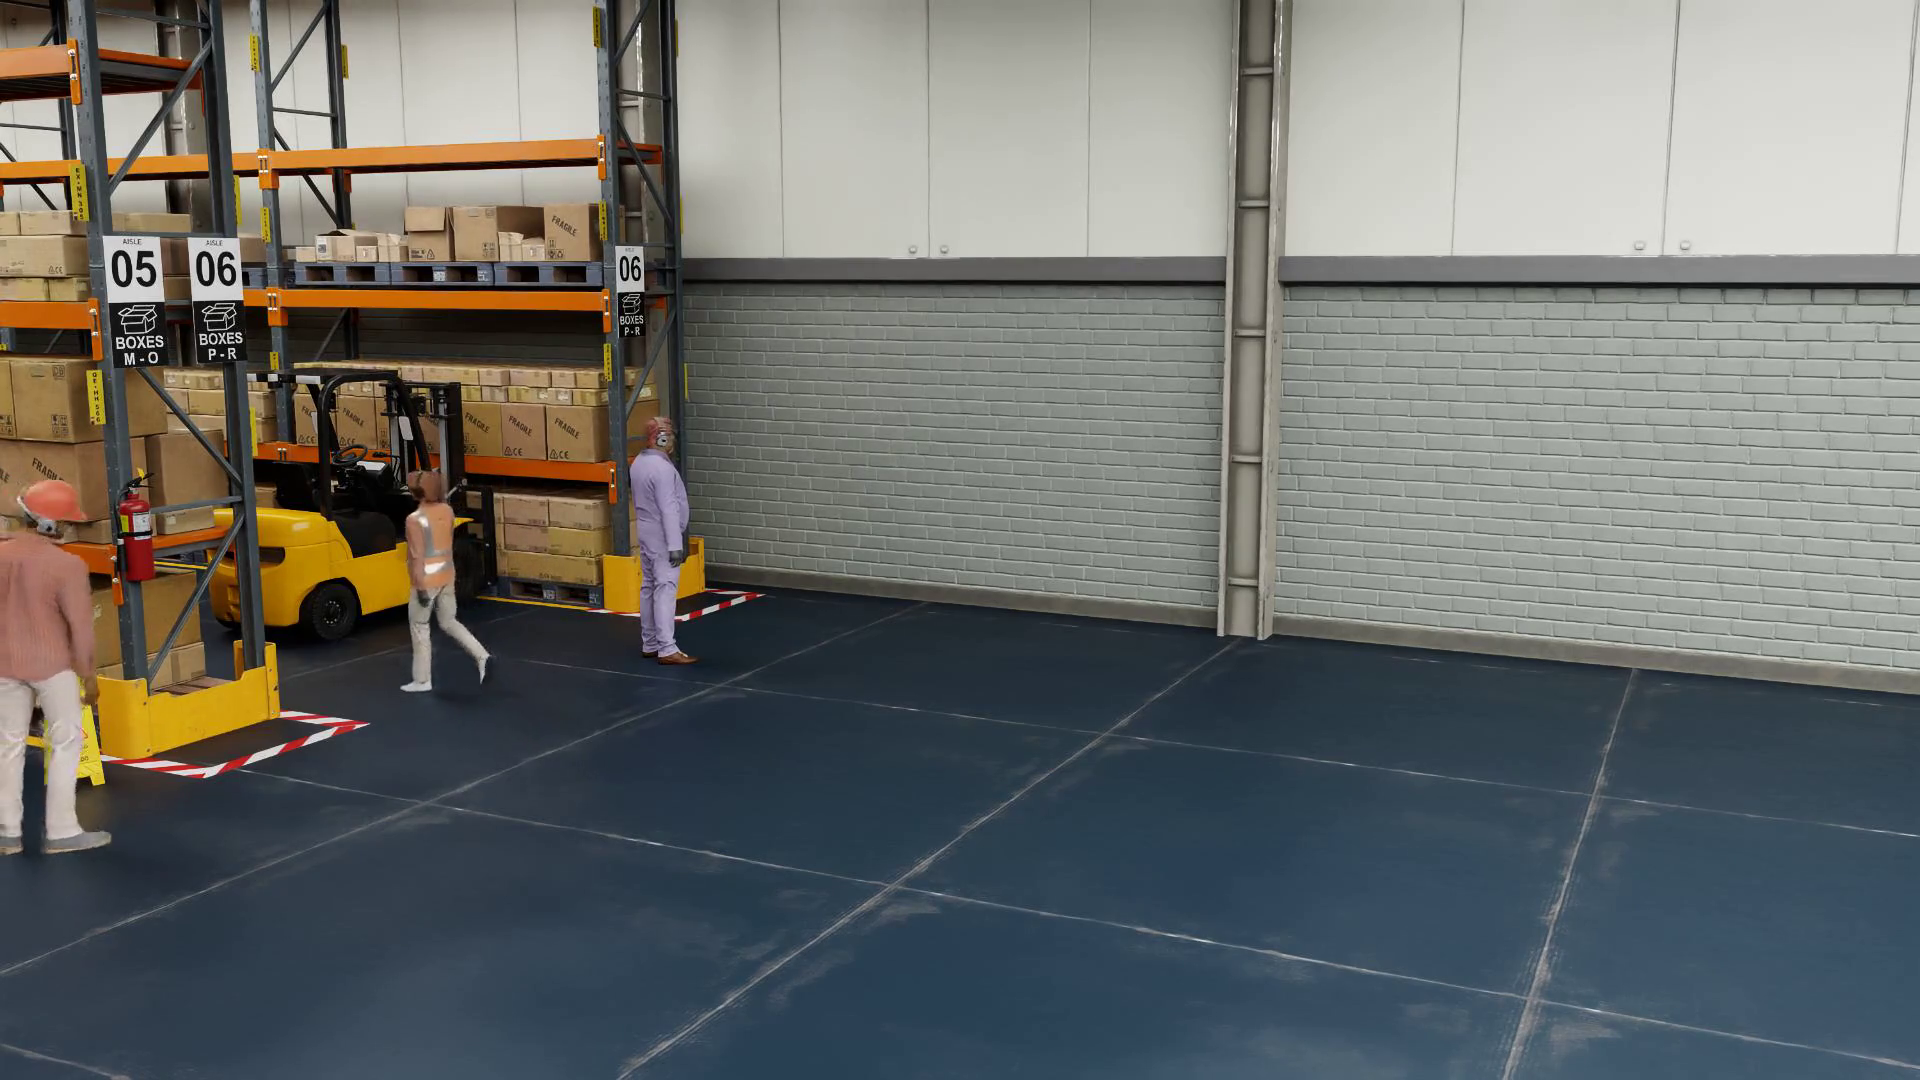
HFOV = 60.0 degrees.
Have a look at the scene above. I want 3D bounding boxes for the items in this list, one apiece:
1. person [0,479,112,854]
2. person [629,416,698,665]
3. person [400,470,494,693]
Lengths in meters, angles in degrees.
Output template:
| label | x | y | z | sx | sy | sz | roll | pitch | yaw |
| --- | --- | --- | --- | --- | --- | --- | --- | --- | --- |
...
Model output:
| label | x | y | z | sx | sy | sz | roll | pitch | yaw |
| --- | --- | --- | --- | --- | --- | --- | --- | --- | --- |
| person | -4.820 | 0.669 | 8.635 | 0.739 | 1.965 | 0.387 | 1 | 9 | 6 |
| person | -2.285 | 0.001 | 12.816 | 0.410 | 1.913 | 0.642 | -6 | 11 | -32 |
| person | -3.687 | 0.303 | 11.832 | 0.636 | 1.622 | 0.509 | 3 | 10 | 20 |
